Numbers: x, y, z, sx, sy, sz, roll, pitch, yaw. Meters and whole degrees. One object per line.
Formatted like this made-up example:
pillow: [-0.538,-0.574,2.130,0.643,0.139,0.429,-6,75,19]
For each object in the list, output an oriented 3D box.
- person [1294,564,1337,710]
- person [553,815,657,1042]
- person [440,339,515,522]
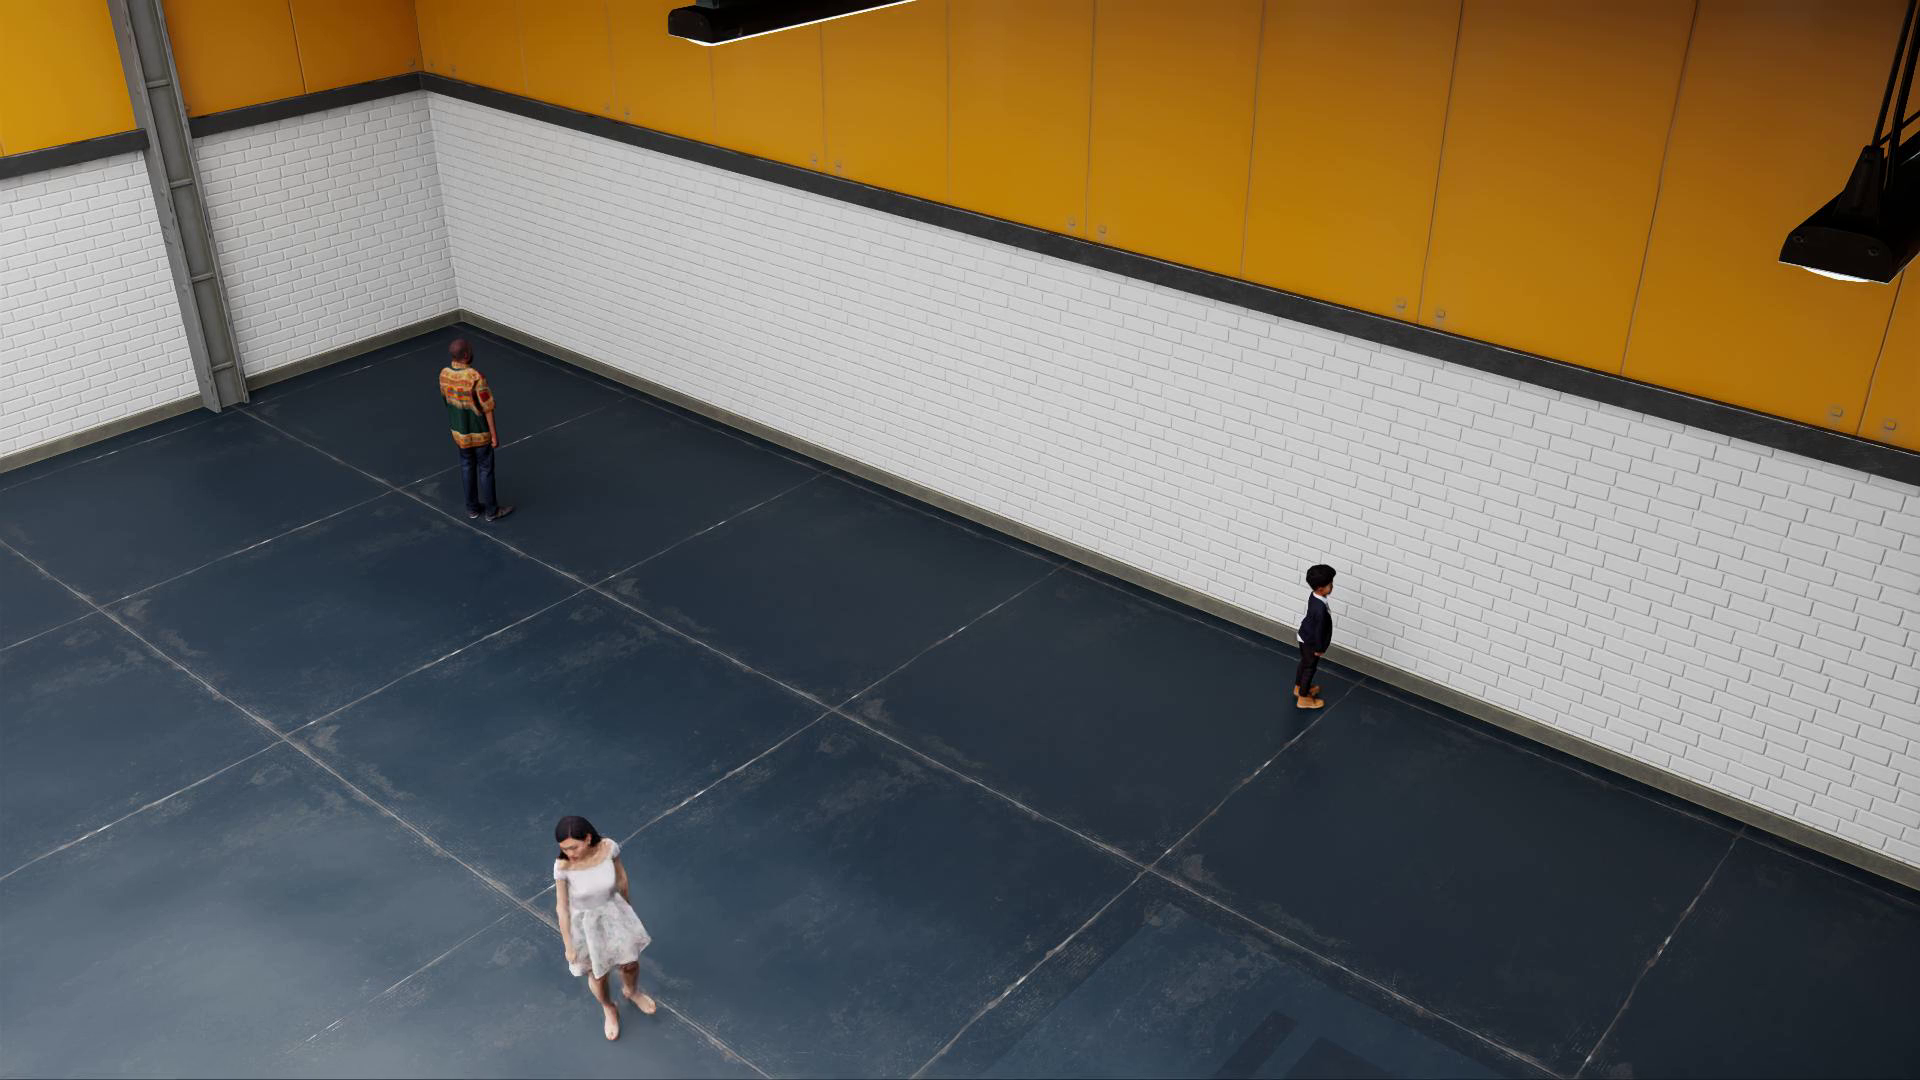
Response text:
person: [2.753,0.737,12.975,0.633,1.222,0.556,1,29,2]
person: [-2.092,2.238,9.682,0.726,1.741,0.849,-25,37,-38]
person: [-4.577,-1.035,15.612,0.774,1.808,0.763,11,31,20]
